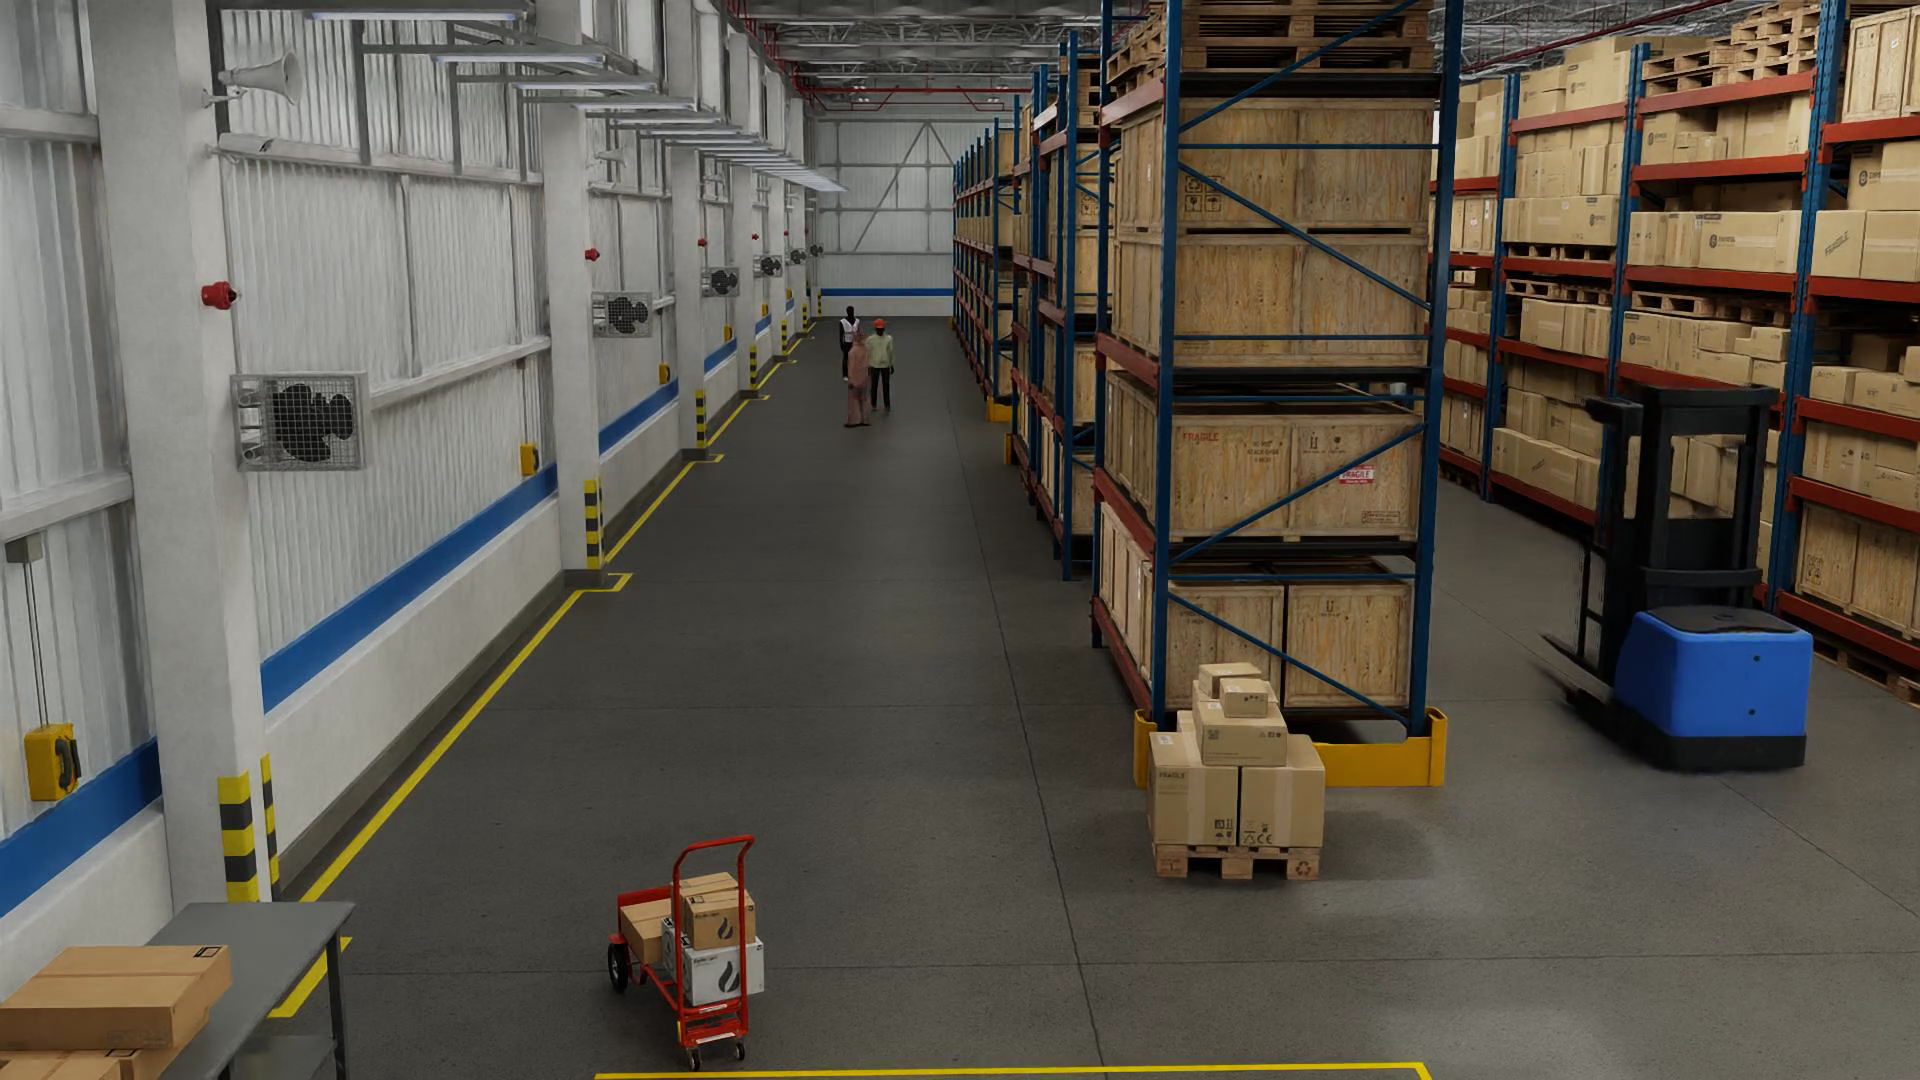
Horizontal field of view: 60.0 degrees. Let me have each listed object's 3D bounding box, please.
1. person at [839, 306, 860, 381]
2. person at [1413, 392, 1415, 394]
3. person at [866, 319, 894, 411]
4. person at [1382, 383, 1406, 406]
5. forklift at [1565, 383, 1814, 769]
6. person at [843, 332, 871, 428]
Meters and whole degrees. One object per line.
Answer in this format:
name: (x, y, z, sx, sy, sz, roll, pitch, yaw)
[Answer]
person: (-2.823, -5.023, 42.523, 0.591, 1.910, 0.388, -8, 14, -36)
person: (10.608, -4.299, 38.922, 0.566, 1.842, 0.389, -3, 11, -17)
person: (-1.710, -3.748, 35.690, 0.614, 1.988, 0.404, -3, 11, -14)
person: (8.451, -3.108, 32.239, 0.477, 2.026, 0.647, -6, 12, -28)
forklift: (5.703, 0.184, 12.891, 1.129, 2.768, 1.873, 0, 11, -2)
person: (-2.028, -3.172, 32.962, 0.401, 1.886, 0.680, 7, 13, 32)
